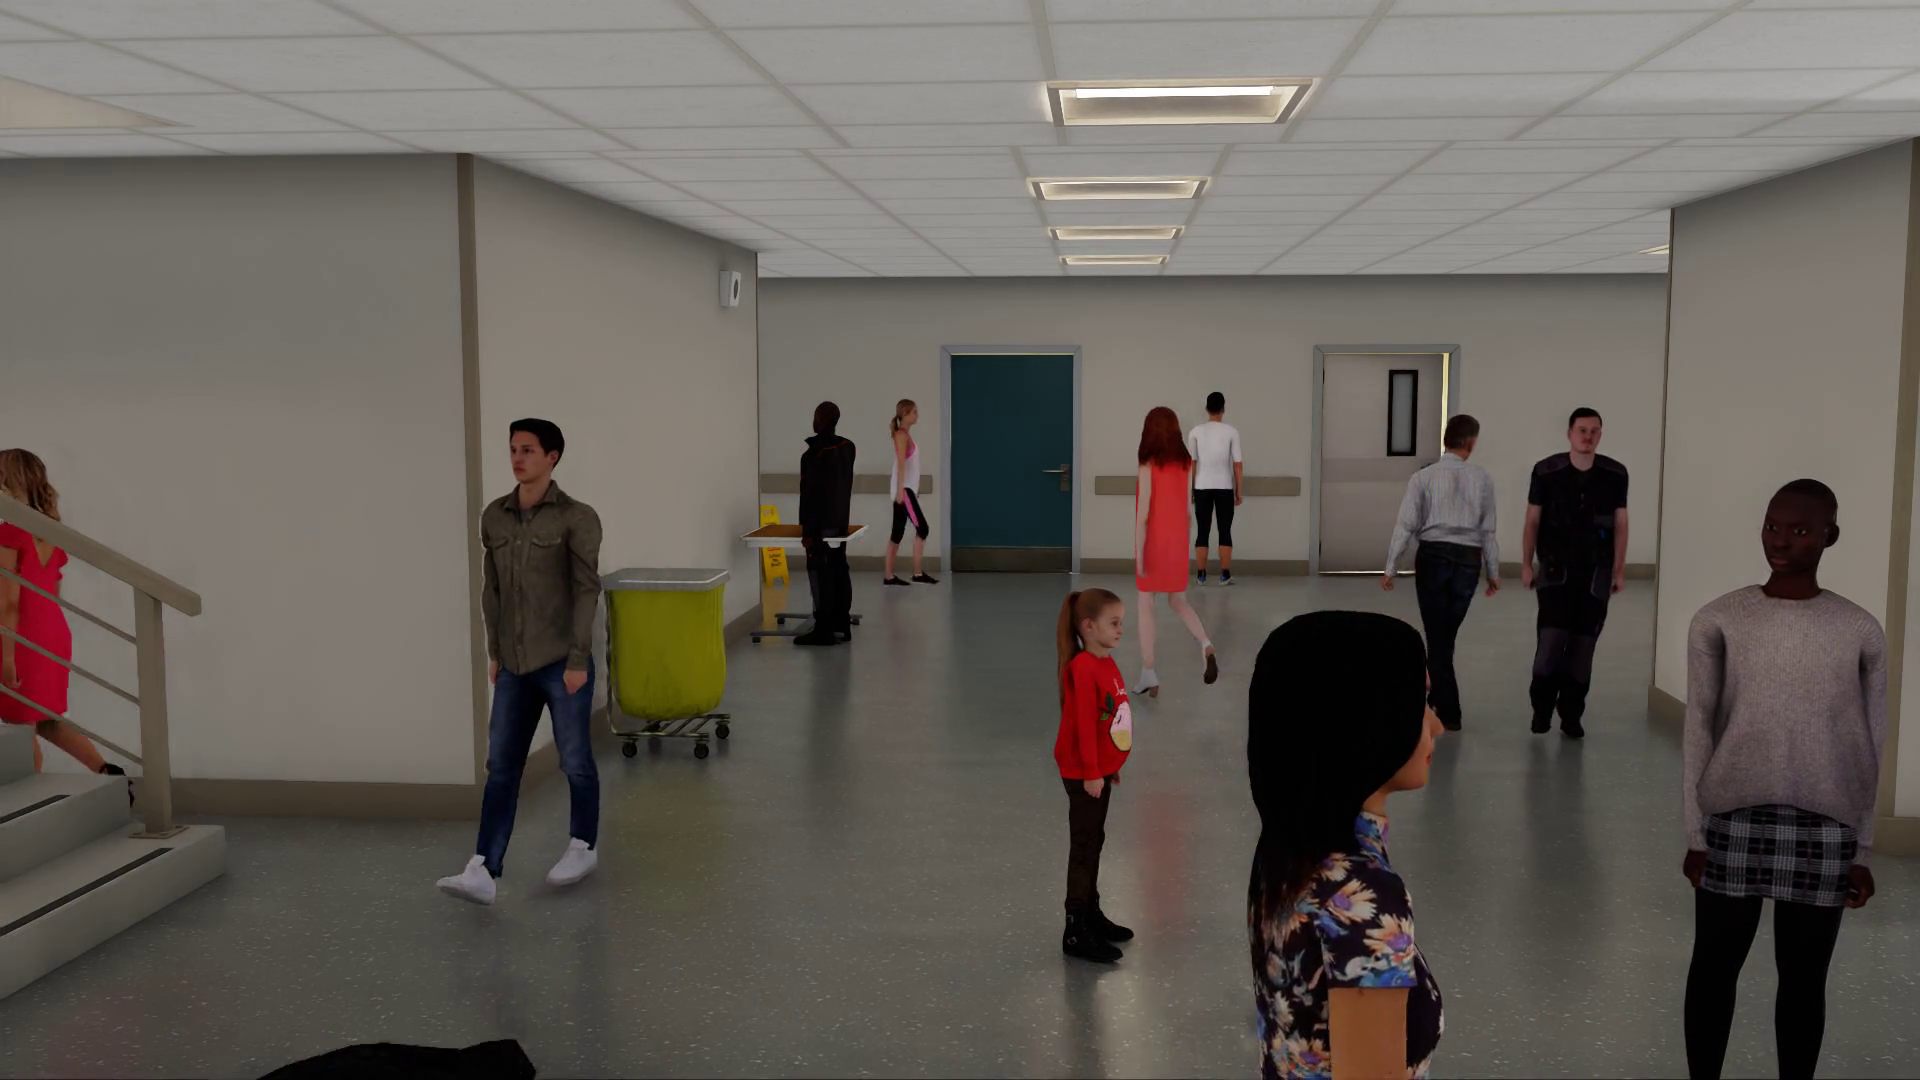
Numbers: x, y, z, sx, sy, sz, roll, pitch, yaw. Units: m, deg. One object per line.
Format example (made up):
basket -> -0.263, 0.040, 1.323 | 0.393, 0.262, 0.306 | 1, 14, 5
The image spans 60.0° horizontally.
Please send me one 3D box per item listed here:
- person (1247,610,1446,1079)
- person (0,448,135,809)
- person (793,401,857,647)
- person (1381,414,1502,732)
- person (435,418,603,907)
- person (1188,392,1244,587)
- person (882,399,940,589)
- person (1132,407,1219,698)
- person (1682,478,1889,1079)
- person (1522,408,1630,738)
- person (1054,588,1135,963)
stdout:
person -> 0.399, 0.959, 2.146 | 1.008, 1.717, 0.632 | 0, 6, 1
person -> -3.831, 0.471, 7.015 | 0.807, 1.714, 0.570 | 0, 6, 4
person -> -0.987, -0.136, 12.489 | 0.759, 1.825, 0.787 | 3, 7, 28
person -> 2.802, 0.198, 9.448 | 0.928, 1.770, 0.908 | 0, 6, -4
person -> -1.552, 0.470, 6.464 | 1.118, 1.826, 0.963 | 2, 6, 20
person -> 2.429, -0.491, 15.885 | 0.542, 1.851, 0.765 | 1, 6, 13
person -> -0.622, -0.424, 15.622 | 0.798, 1.772, 0.681 | -1, 6, -6
person -> 1.308, 0.104, 10.189 | 1.017, 1.808, 0.995 | -3, 7, -30
person -> 2.054, 0.725, 4.195 | 0.561, 1.772, 0.725 | 2, 6, 19
person -> 3.441, 0.177, 9.334 | 0.575, 1.835, 0.762 | 1, 6, 11
person -> 0.465, 0.804, 5.860 | 0.546, 1.281, 0.533 | 2, 6, 17
